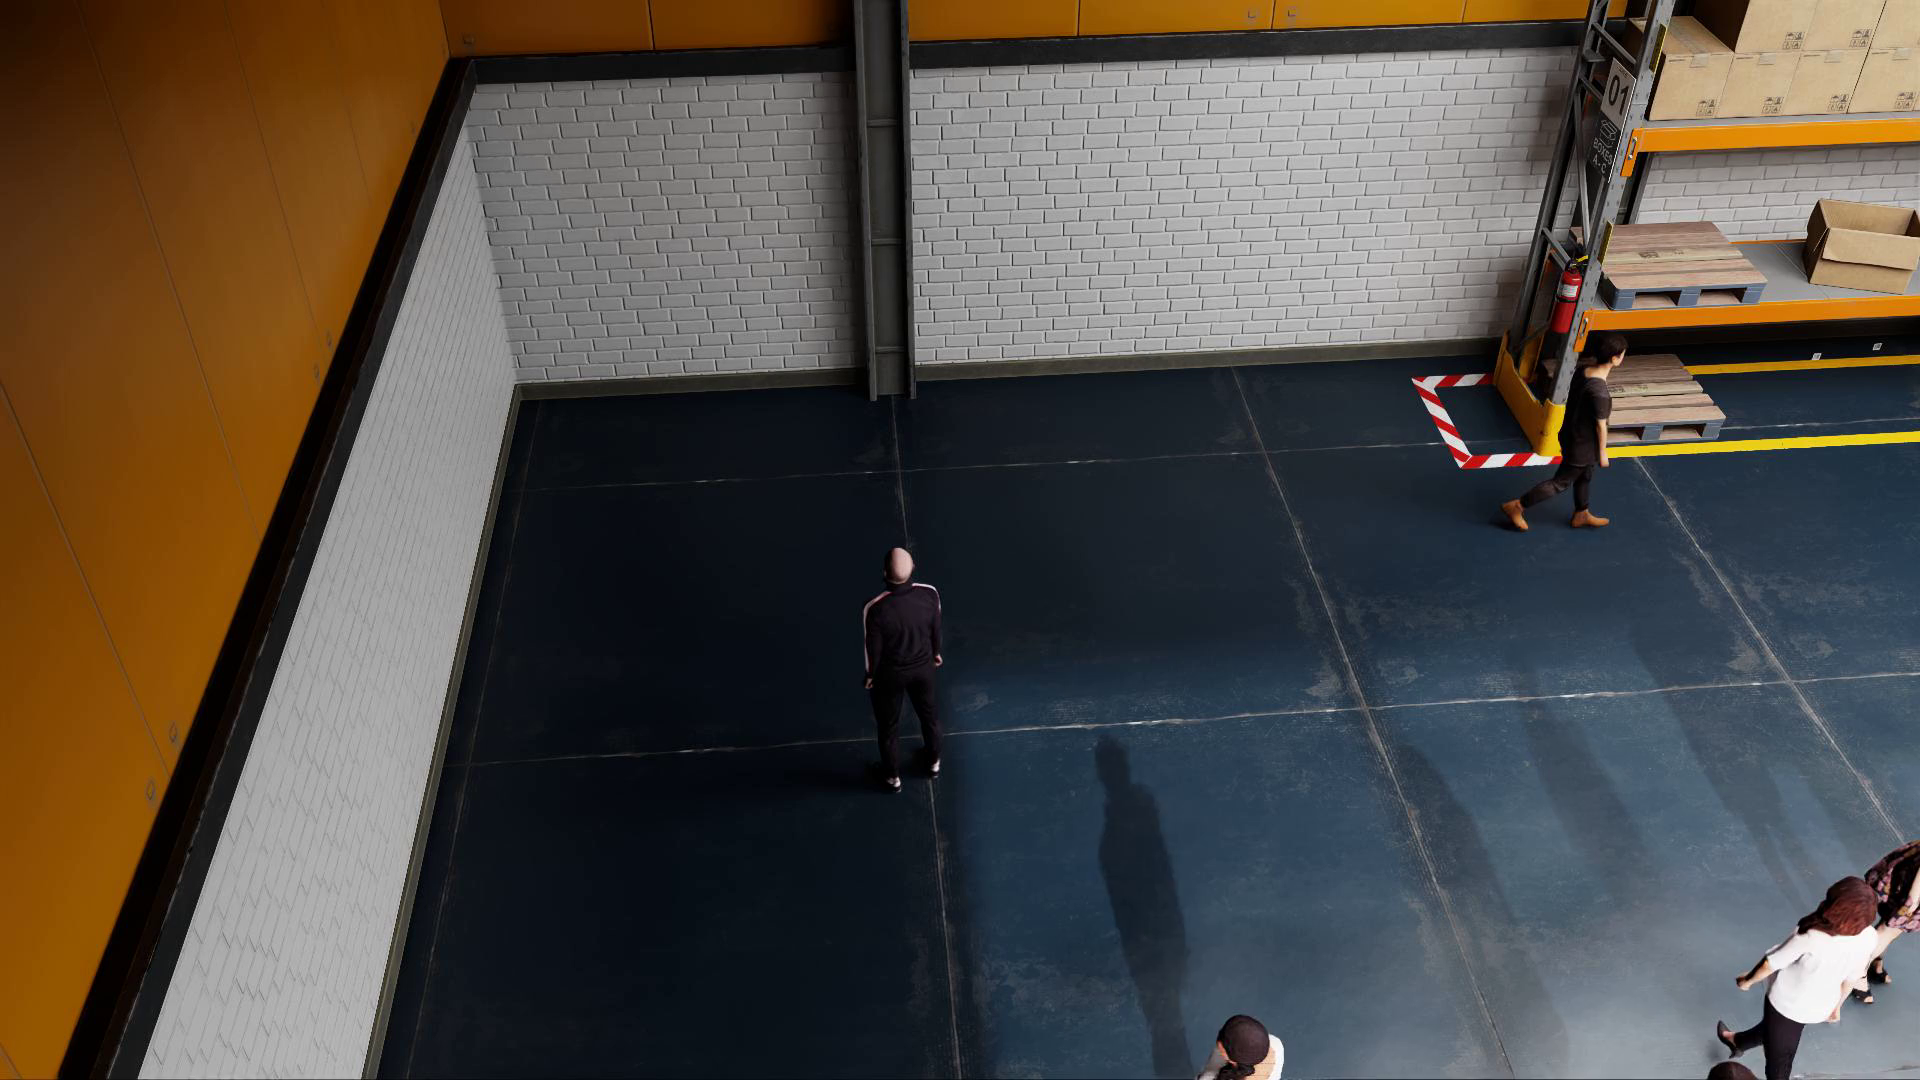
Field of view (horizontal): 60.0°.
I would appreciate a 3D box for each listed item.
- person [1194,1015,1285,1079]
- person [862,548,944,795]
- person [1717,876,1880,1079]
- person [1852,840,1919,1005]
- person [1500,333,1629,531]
[{"bbox_3d":[1.316,2.822,7.853,1.112,1.666,1.010,23,44,26],"label":"person"},{"bbox_3d":[-0.349,0.808,10.240,0.651,1.834,0.818,-17,42,-20],"label":"person"},{"bbox_3d":[4.211,2.418,8.292,1.051,1.749,0.690,-4,39,-5],"label":"person"},{"bbox_3d":[5.212,1.849,8.985,0.776,1.774,0.856,-25,45,-28],"label":"person"},{"bbox_3d":[4.512,-0.751,12.308,1.128,1.689,0.785,6,39,8],"label":"person"}]
